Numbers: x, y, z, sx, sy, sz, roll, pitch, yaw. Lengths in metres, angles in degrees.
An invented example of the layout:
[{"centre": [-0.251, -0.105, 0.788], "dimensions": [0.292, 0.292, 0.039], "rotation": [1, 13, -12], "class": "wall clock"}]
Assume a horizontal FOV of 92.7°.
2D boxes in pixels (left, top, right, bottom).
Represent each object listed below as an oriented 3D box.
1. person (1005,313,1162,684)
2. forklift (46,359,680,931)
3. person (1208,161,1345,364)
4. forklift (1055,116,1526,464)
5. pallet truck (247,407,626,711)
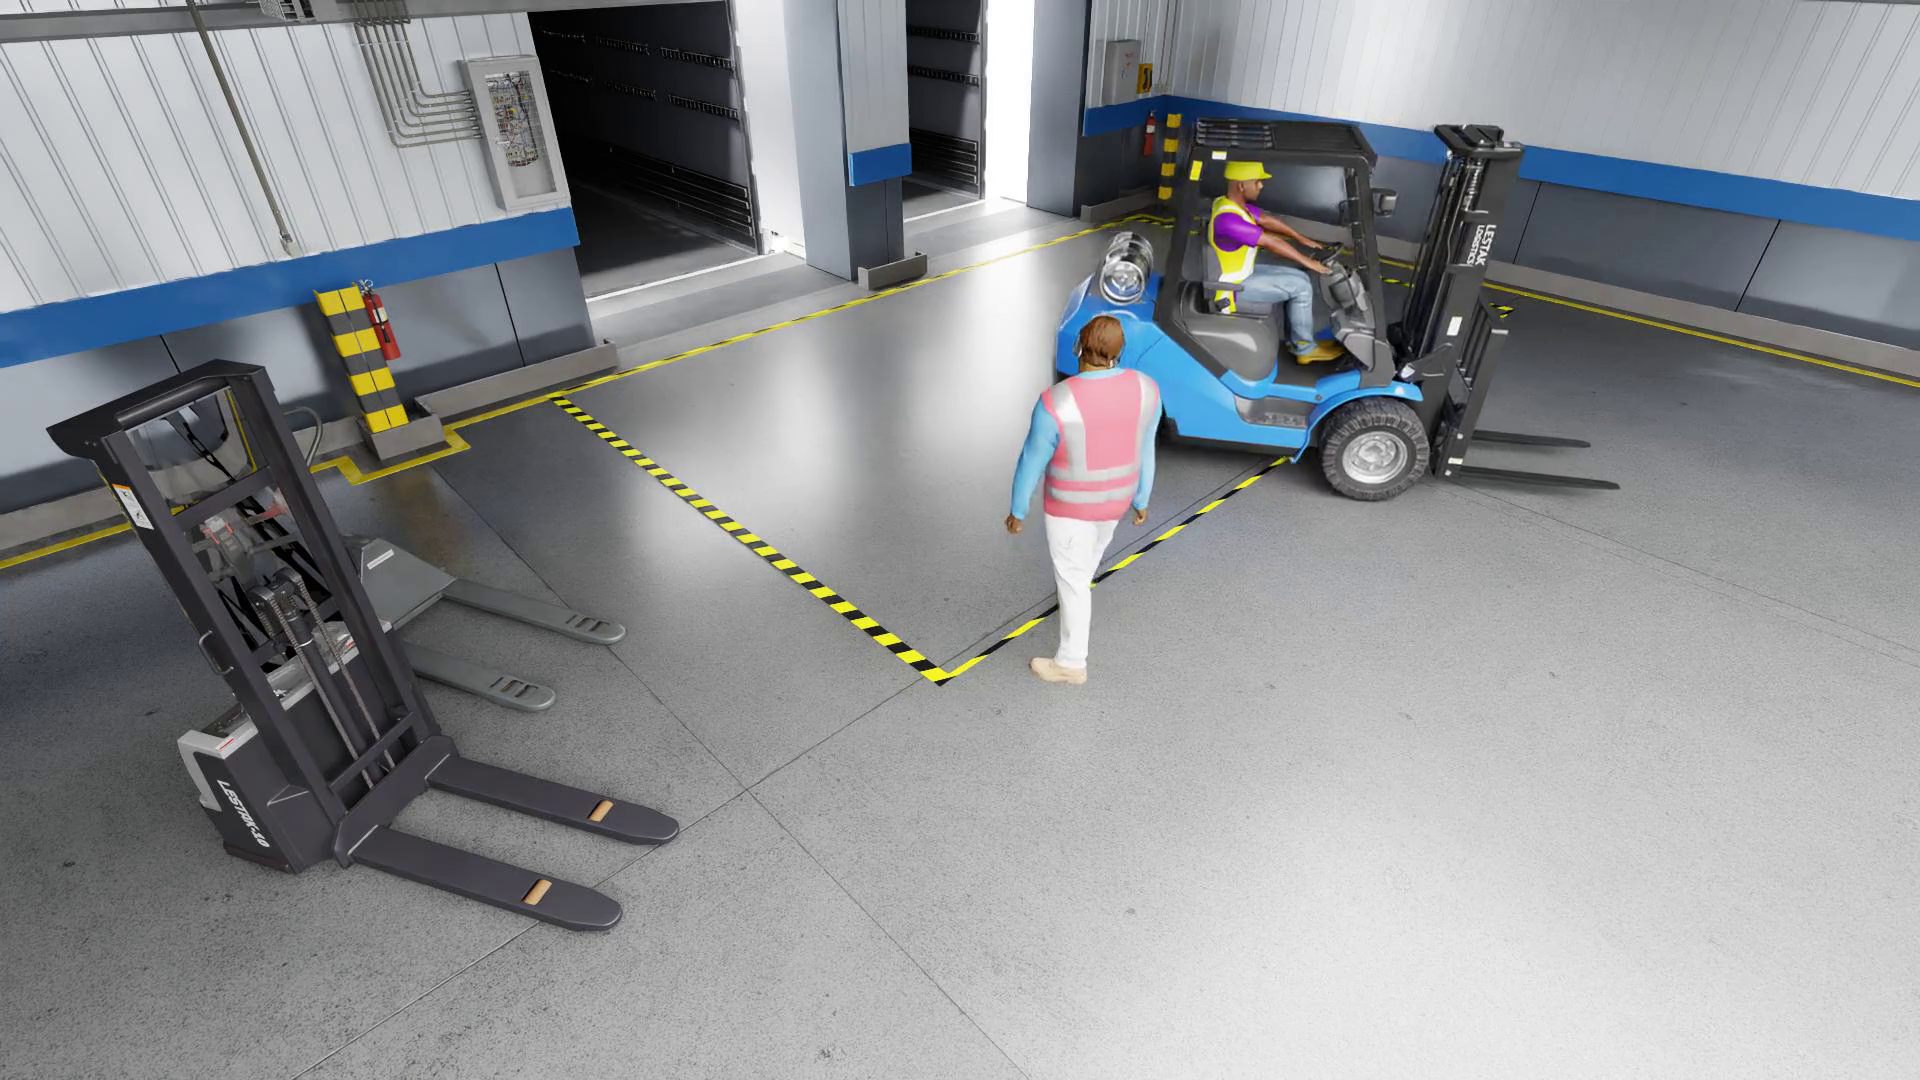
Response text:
[{"centre": [0.540, -0.233, 4.498], "dimensions": [0.689, 1.791, 0.831], "rotation": [-14, 37, -19], "class": "person"}, {"centre": [-2.135, 0.422, 3.354], "dimensions": [1.885, 1.965, 0.823], "rotation": [10, 35, 14], "class": "forklift"}, {"centre": [2.105, -1.812, 5.989], "dimensions": [1.004, 1.294, 0.635], "rotation": [8, 35, 11], "class": "person"}, {"centre": [2.049, -1.669, 6.112], "dimensions": [2.680, 2.036, 1.157], "rotation": [8, 35, 11], "class": "forklift"}, {"centre": [-2.628, 0.038, 4.590], "dimensions": [1.601, 1.201, 0.680], "rotation": [12, 36, 18], "class": "pallet truck"}]
